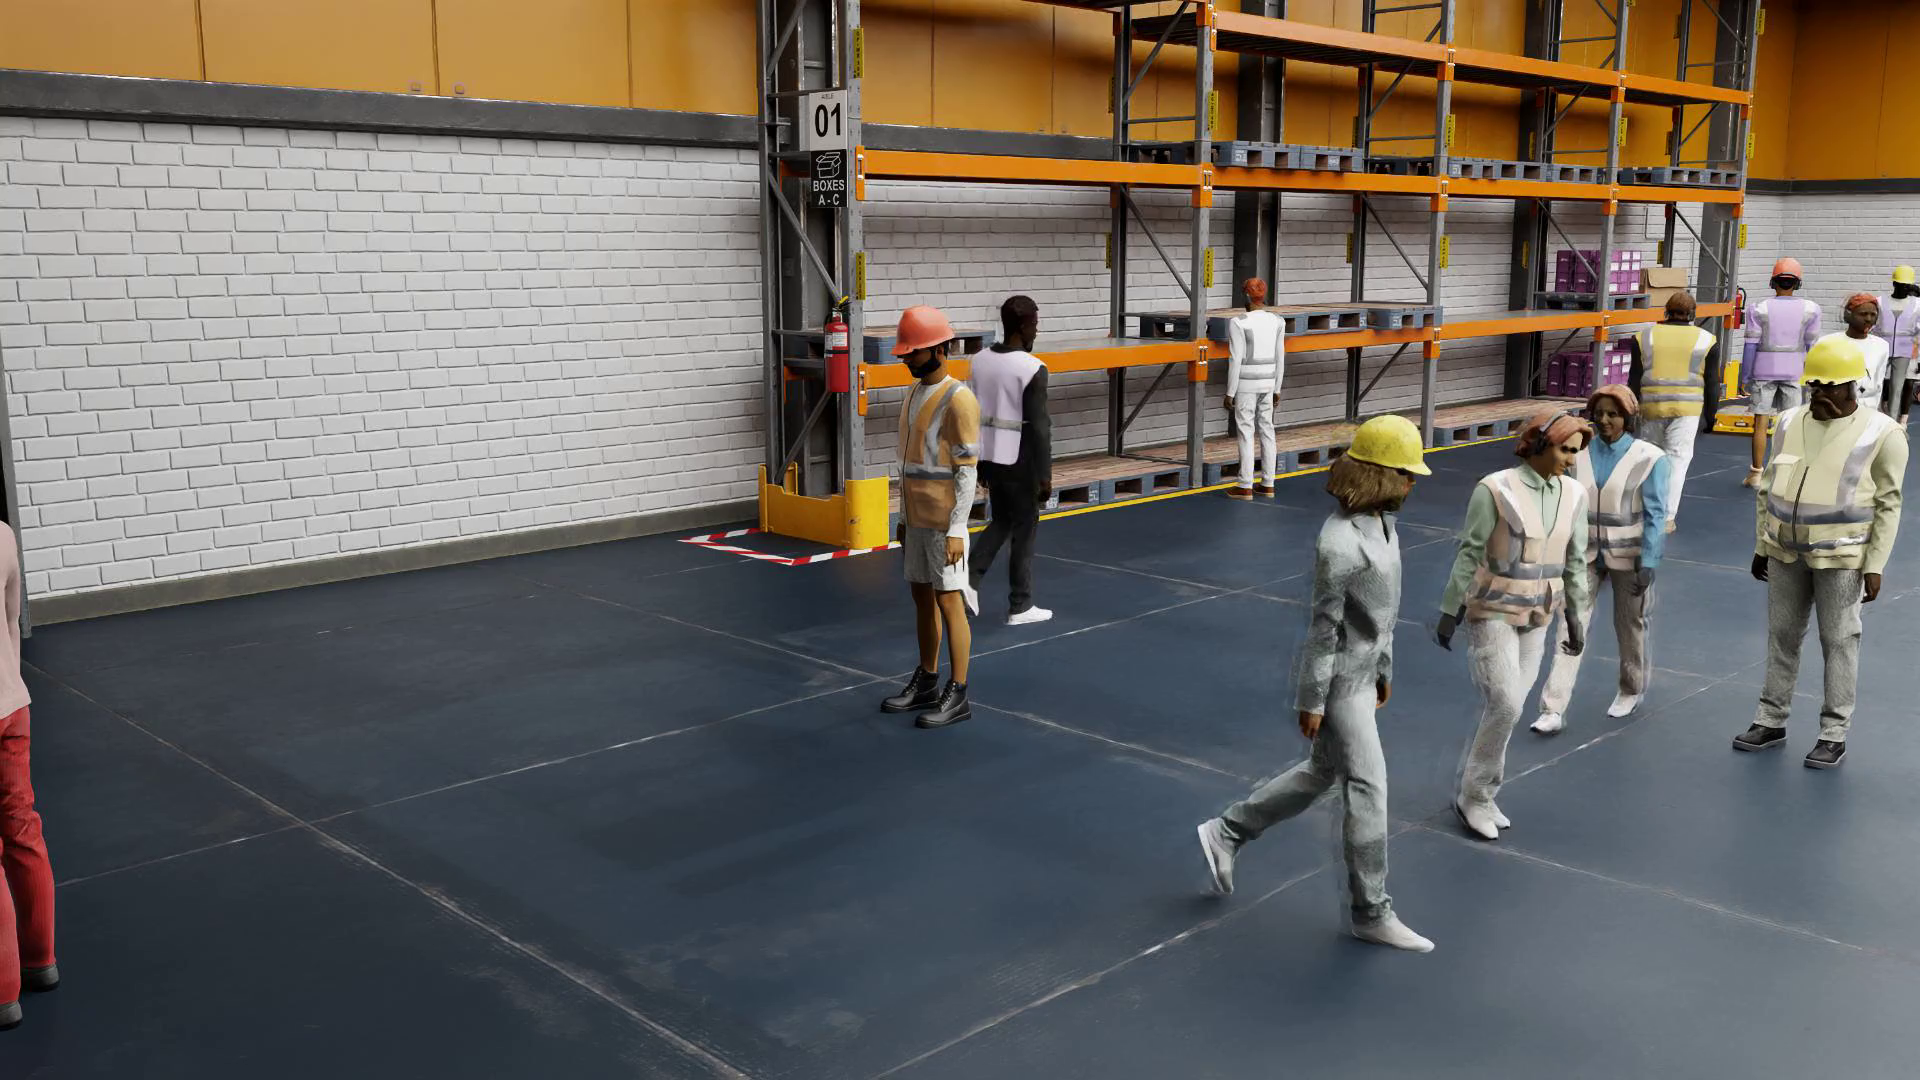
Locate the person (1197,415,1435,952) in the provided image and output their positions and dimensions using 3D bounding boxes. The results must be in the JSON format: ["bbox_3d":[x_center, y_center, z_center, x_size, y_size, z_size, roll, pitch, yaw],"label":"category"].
[{"bbox_3d":[1.146,0.436,5.302,0.754,1.706,0.507,6,12,28],"label":"person"}]

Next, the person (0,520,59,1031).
[{"bbox_3d":[-2.815,0.515,4.689,0.311,1.768,0.522,0,10,-2],"label":"person"}]

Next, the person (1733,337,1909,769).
[{"bbox_3d":[3.636,0.052,7.057,0.403,1.823,0.586,-7,12,-33],"label":"person"}]

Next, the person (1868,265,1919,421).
[{"bbox_3d":[10.197,-2.035,18.167,0.622,1.914,0.403,5,11,24],"label":"person"}]

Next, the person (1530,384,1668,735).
[{"bbox_3d":[2.925,0.082,7.532,0.519,1.580,0.881,9,14,40],"label":"person"}]

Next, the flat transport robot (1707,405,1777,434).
[{"bbox_3d":[9.091,-1.391,19.156,0.652,0.197,1.431,7,12,33],"label":"flat transport robot"}]

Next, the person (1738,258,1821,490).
[{"bbox_3d":[7.210,-1.456,14.677,0.616,2.041,0.378,3,11,13],"label":"person"}]

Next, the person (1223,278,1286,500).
[{"bbox_3d":[2.504,-1.284,14.168,0.584,1.883,0.337,-6,12,-28],"label":"person"}]

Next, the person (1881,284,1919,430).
[{"bbox_3d":[10.959,-2.134,19.329,0.546,1.684,0.544,5,11,24],"label":"person"}]

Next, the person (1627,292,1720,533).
[{"bbox_3d":[5.488,-0.993,12.794,0.646,1.805,0.850,6,12,29],"label":"person"}]

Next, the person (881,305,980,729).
[{"bbox_3d":[-0.143,-0.104,7.618,0.372,1.928,0.543,-6,12,-31],"label":"person"}]

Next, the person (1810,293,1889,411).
[{"bbox_3d":[6.393,-0.870,12.067,0.575,1.842,0.985,0,10,2],"label":"person"}]

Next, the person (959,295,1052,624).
[{"bbox_3d":[0.278,-0.438,9.492,0.543,1.904,0.622,-9,14,-40],"label":"person"}]

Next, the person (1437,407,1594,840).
[{"bbox_3d":[2.076,0.310,6.197,0.583,1.609,0.495,-4,11,-22],"label":"person"}]
